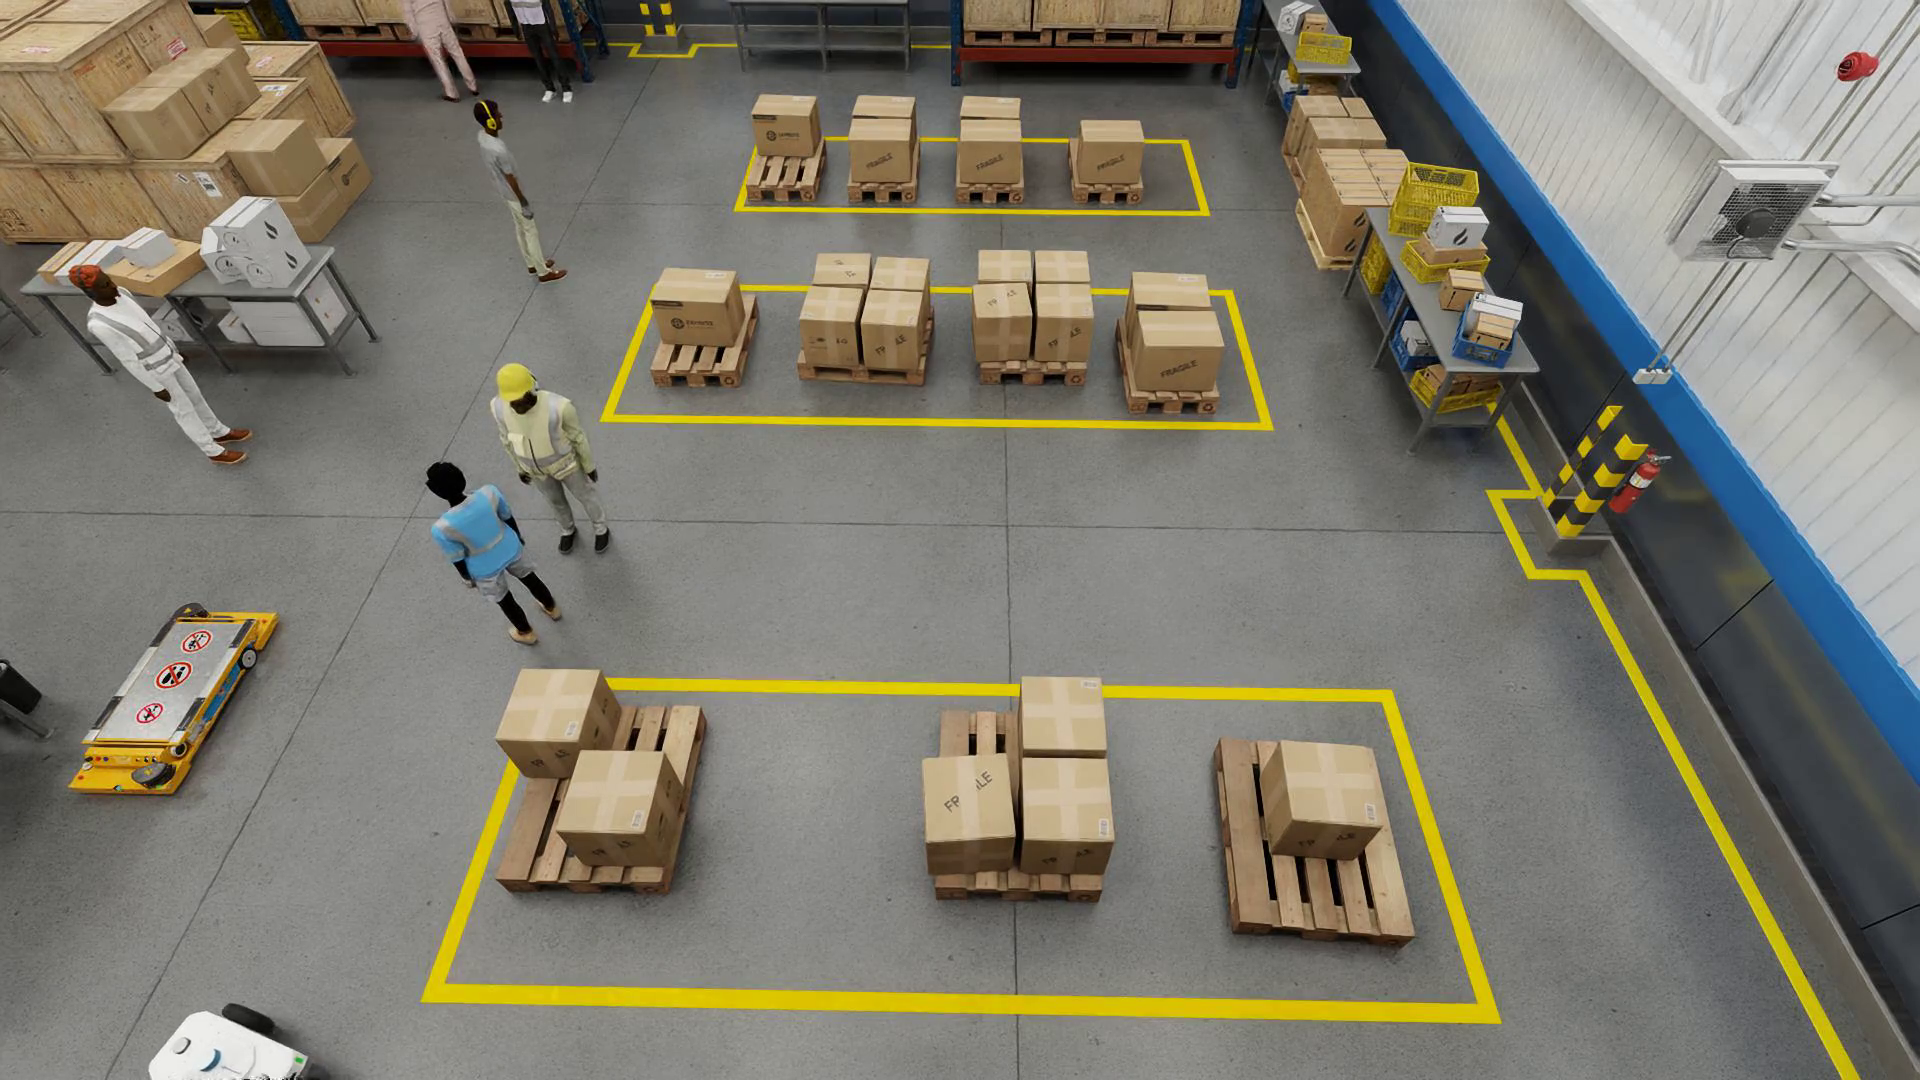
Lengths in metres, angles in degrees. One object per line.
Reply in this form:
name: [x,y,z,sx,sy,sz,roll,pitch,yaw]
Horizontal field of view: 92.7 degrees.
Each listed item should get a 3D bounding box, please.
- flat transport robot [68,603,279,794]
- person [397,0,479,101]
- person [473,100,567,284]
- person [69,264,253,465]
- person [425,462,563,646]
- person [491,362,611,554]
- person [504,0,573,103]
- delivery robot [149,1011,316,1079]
flat transport robot: [-5.504,1.072,6.442,0.652,0.197,1.431,1,50,1]
person: [-6.983,-6.777,12.044,0.589,1.888,0.735,28,55,22]
person: [-4.492,-3.492,9.273,0.326,1.864,0.502,-34,58,-25]
person: [-6.527,-1.416,7.498,0.342,1.882,0.587,-13,51,-11]
person: [-3.225,0.112,6.325,0.317,1.695,0.540,24,54,19]
person: [-3.037,-0.582,6.825,0.589,1.833,0.404,-1,50,-1]
person: [-5.573,-6.749,11.998,0.597,1.908,0.409,0,50,0]
delivery robot: [-3.790,2.753,4.775,0.707,0.478,0.477,14,51,12]
